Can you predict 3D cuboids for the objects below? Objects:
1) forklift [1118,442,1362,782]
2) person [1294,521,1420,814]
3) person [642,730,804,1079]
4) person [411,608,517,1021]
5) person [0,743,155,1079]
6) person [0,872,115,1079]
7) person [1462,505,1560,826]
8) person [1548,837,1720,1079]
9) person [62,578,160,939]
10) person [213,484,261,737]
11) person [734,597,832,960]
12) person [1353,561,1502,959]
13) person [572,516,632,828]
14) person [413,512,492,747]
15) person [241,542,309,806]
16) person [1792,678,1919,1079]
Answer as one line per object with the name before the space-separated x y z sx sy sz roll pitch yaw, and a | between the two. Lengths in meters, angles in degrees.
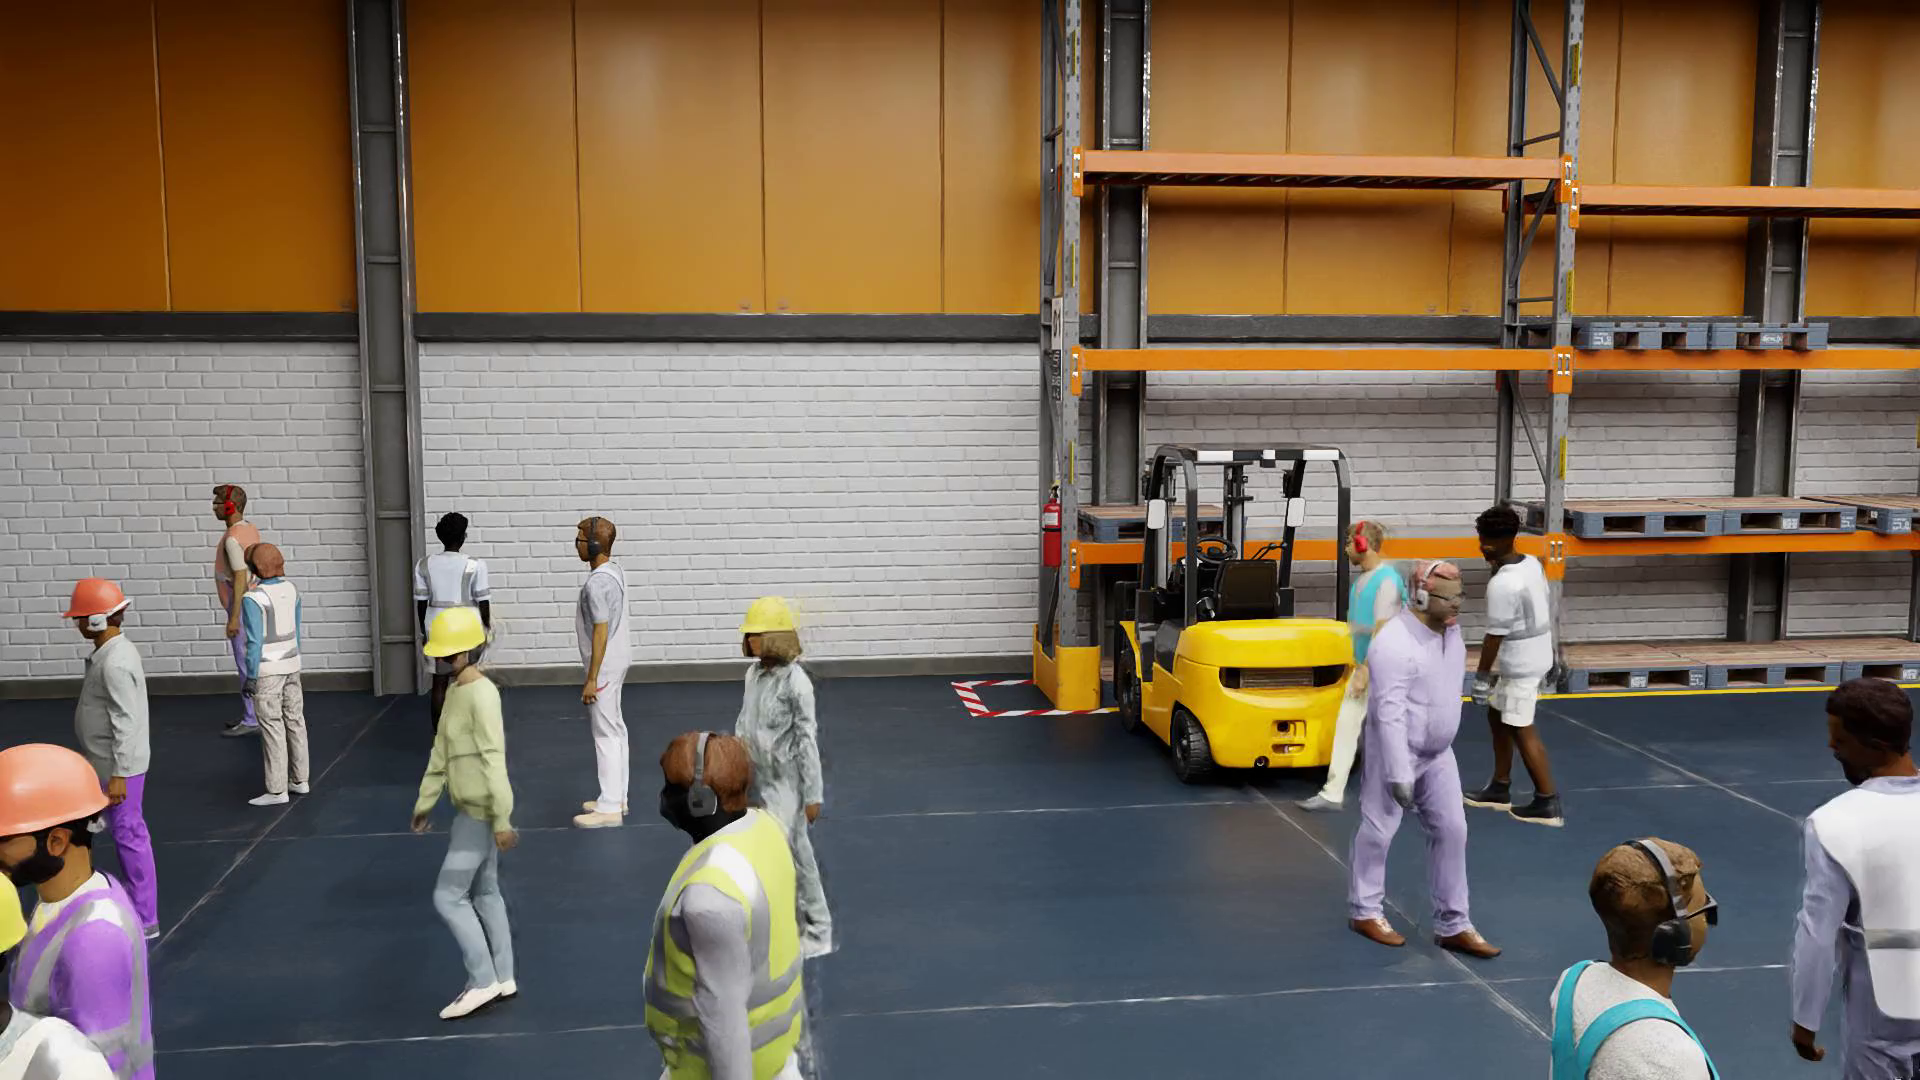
forklift | 1.912 0.418 11.496 1.214 2.155 2.313 -1 7 -8
person | 2.552 0.783 10.096 0.948 1.792 0.597 -1 7 -12
person | -0.672 1.407 4.632 1.004 1.791 0.622 1 7 10
person | -2.077 1.146 6.985 0.451 1.750 0.540 -3 7 -24
person | -2.076 1.420 3.880 0.369 1.930 0.547 -4 8 -33
person | -1.897 1.521 3.255 0.591 1.871 1.004 3 7 26
person | 3.253 0.739 9.890 0.706 1.911 0.692 4 8 32
person | 1.381 1.514 3.408 0.342 1.846 0.509 -1 7 -7
person | -4.043 1.045 7.924 0.339 1.748 0.567 -4 7 -28
person | -5.250 0.511 12.182 0.396 1.847 0.565 -2 7 -14
person | -0.889 1.112 7.461 0.811 1.713 0.484 -4 8 -33
person | 2.153 1.017 7.695 0.651 1.861 0.815 -5 8 -35
person | -2.131 0.777 9.871 0.345 1.846 0.506 0 7 0
person | -3.522 0.652 11.605 0.542 1.695 0.316 0 7 4
person | -4.262 0.828 10.323 0.311 1.636 0.523 1 7 12
person | 2.718 1.337 4.814 0.655 1.892 0.438 -1 7 -9
